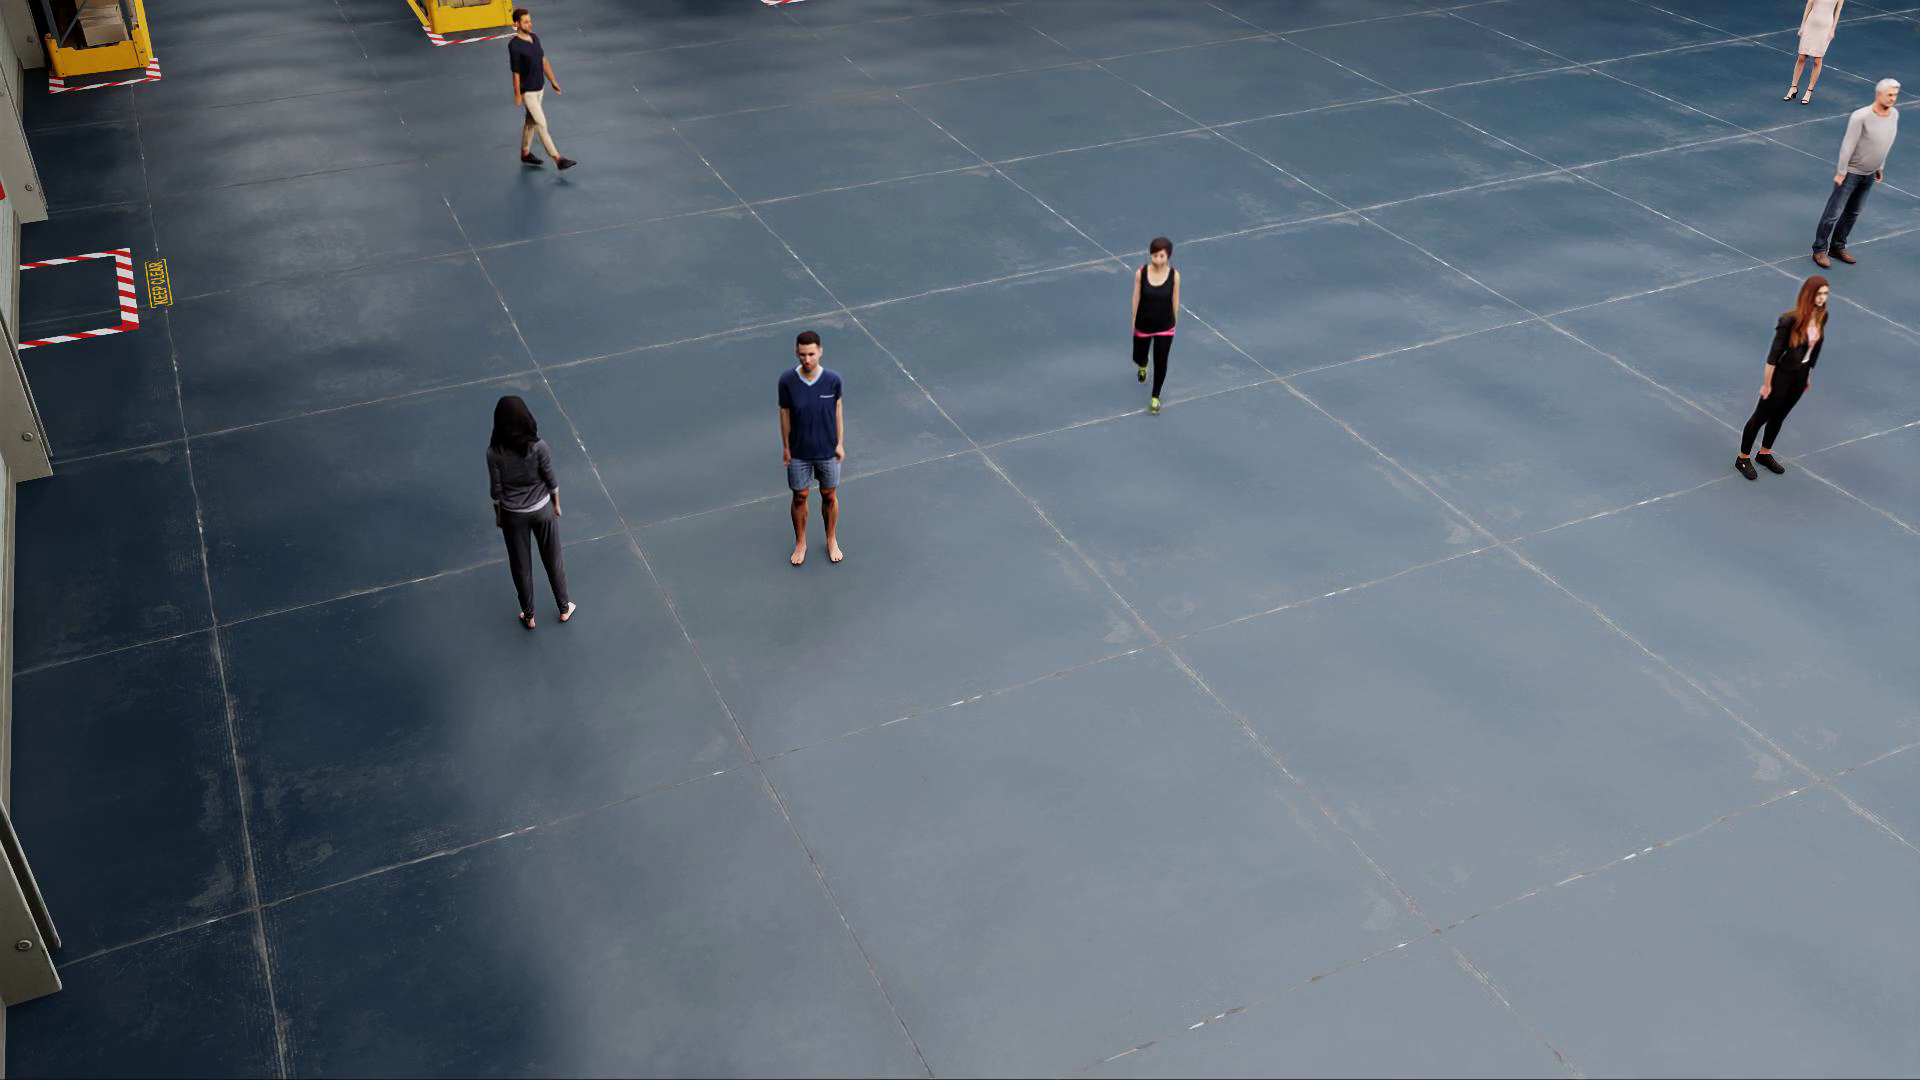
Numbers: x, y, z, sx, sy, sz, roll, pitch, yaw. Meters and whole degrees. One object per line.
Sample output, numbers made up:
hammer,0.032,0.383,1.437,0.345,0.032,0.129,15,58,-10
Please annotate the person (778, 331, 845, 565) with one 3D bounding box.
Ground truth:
person,-1.072,-0.686,12.094,0.683,1.850,0.663,-4,33,-6

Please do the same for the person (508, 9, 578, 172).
person,-4.958,-5.124,18.944,1.134,1.822,1.084,10,34,16

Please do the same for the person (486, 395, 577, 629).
person,-2.966,-0.185,11.402,0.629,1.764,0.554,-9,34,-14

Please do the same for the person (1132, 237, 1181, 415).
person,1.672,-1.882,14.218,0.796,1.539,0.918,4,33,7

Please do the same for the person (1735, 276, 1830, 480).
person,6.549,-1.308,13.179,0.628,1.711,0.573,-10,34,-15

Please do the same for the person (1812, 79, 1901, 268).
person,9.003,-3.696,16.669,0.759,1.909,0.669,-10,34,-15

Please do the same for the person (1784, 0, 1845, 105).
person,10.810,-6.424,20.936,0.570,1.829,0.705,27,41,35
